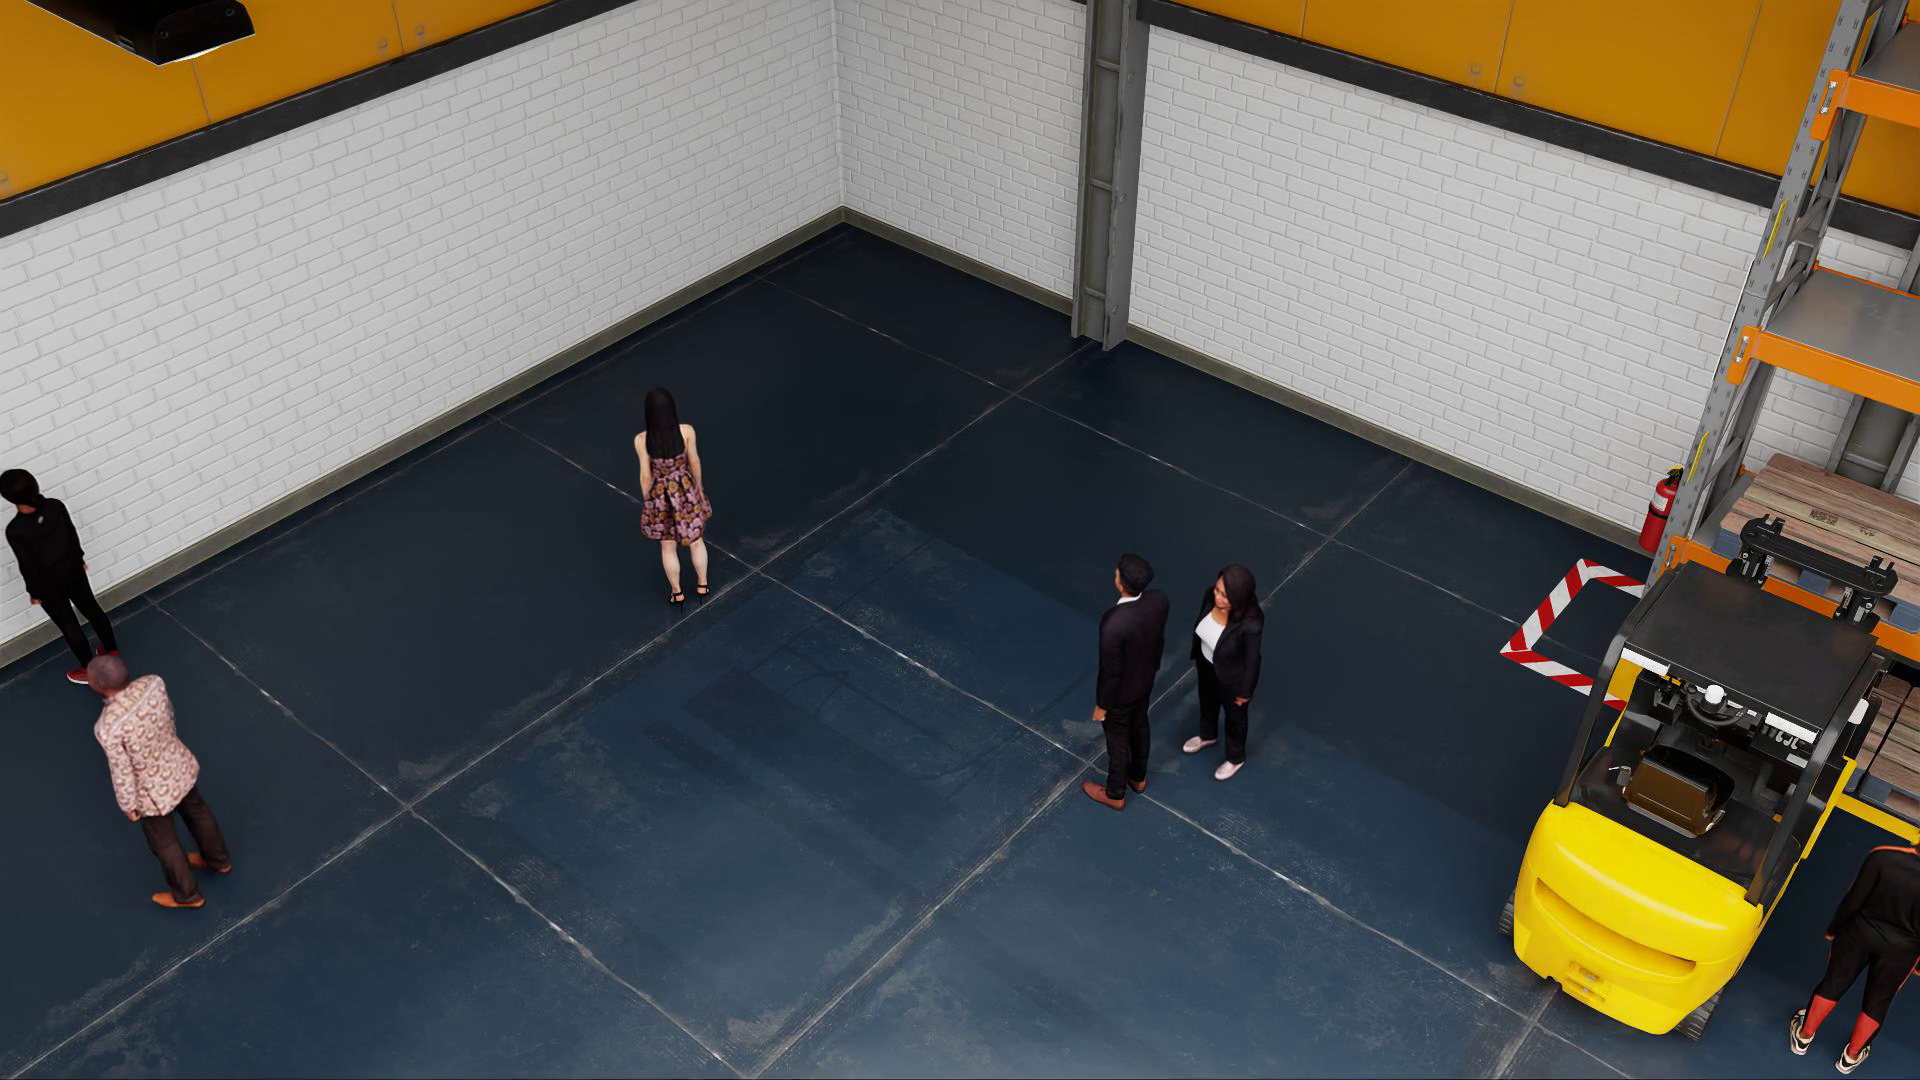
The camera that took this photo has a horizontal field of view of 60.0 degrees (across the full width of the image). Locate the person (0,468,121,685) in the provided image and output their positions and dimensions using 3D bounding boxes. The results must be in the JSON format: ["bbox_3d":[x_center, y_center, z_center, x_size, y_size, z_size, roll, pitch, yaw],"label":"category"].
[{"bbox_3d":[-5.798,0.230,10.693,0.609,1.673,0.652,16,41,19],"label":"person"}]

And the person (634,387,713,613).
[{"bbox_3d":[-1.941,-0.274,11.245,0.788,1.773,0.823,-15,41,-17],"label":"person"}]

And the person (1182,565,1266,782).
[{"bbox_3d":[1.622,0.766,10.071,0.747,1.612,0.633,-26,45,-28],"label":"person"}]

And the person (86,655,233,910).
[{"bbox_3d":[-4.424,1.314,9.229,0.771,1.806,0.783,9,40,12],"label":"person"}]

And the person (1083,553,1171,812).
[{"bbox_3d":[0.987,0.841,9.761,0.714,1.883,0.579,-31,48,-33],"label":"person"}]

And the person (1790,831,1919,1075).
[{"bbox_3d":[4.630,2.008,8.360,0.493,1.808,0.711,23,44,26],"label":"person"}]
